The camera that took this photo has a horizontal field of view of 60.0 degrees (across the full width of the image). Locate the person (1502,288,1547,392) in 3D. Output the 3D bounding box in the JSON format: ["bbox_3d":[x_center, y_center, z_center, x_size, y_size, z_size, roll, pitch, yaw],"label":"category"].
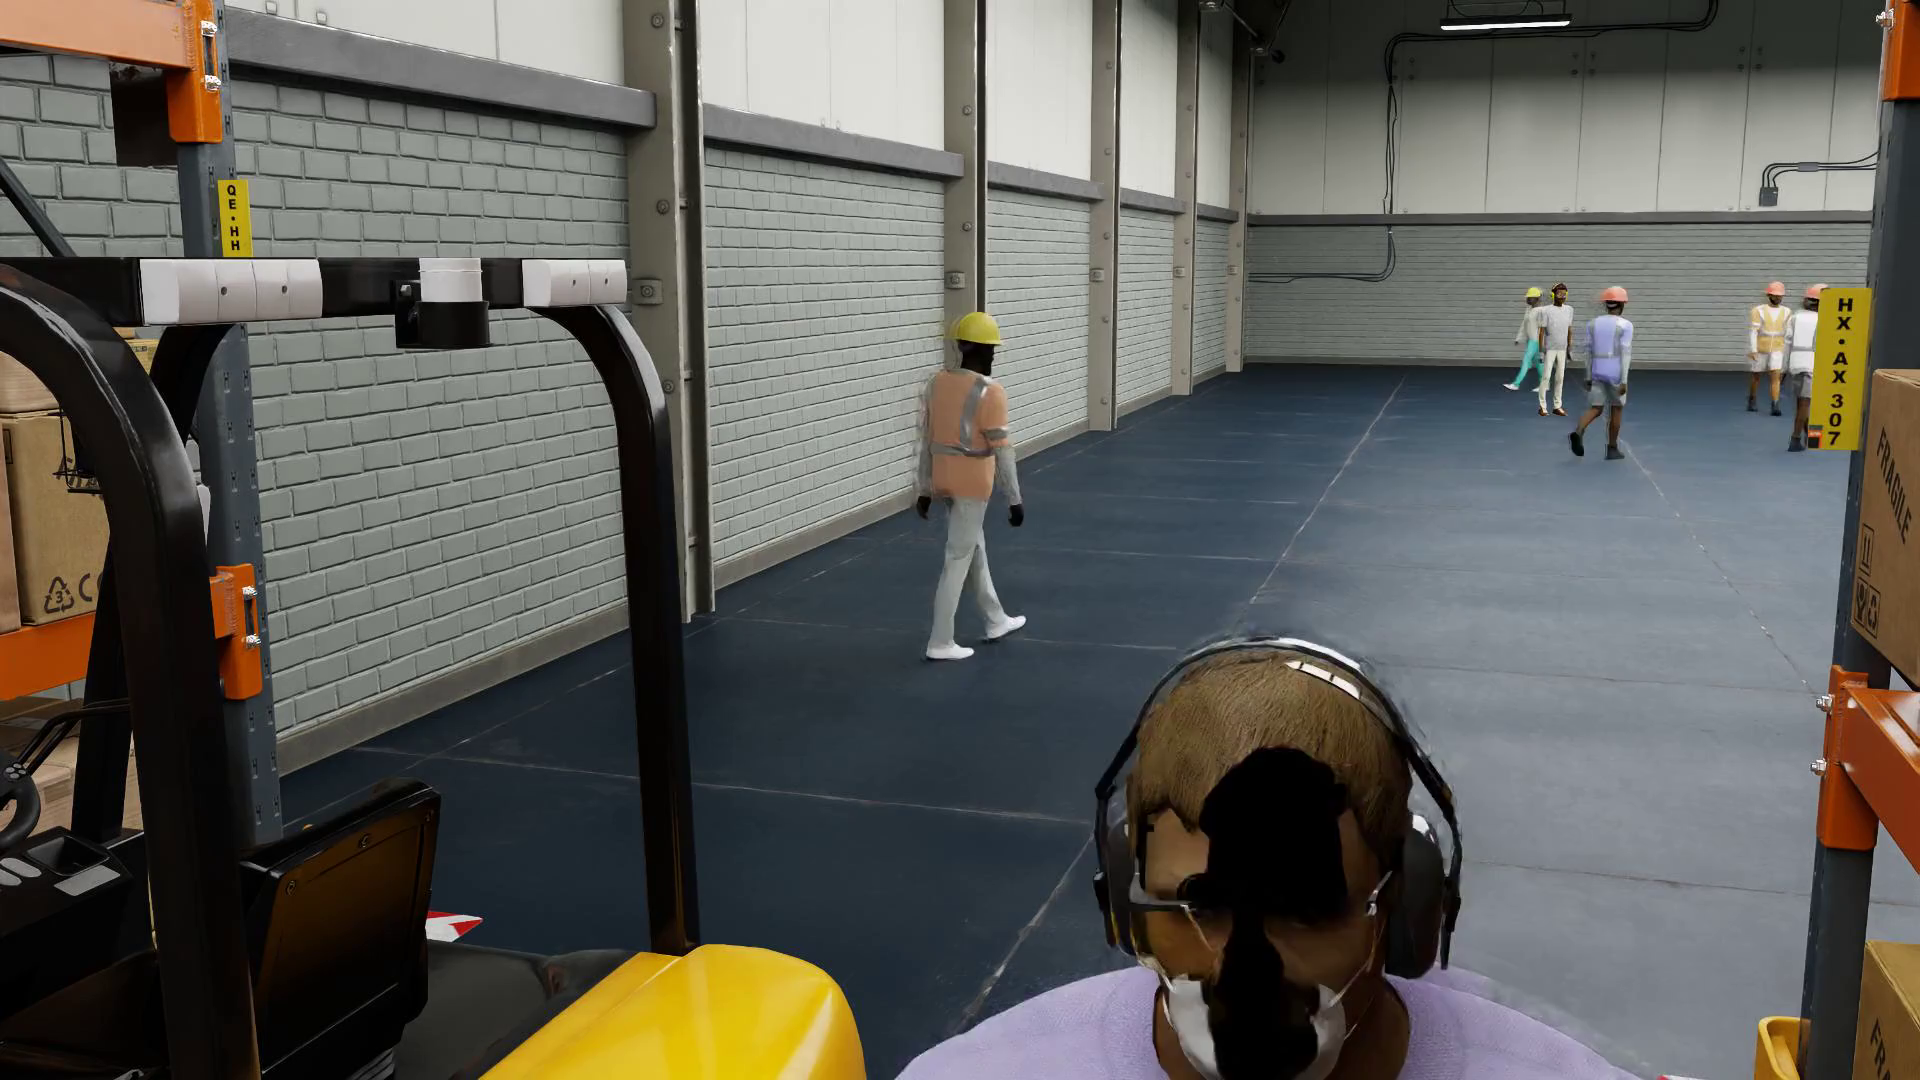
[{"bbox_3d":[9.401,-3.304,27.561,0.887,1.727,0.532,-1,10,-3],"label":"person"}]

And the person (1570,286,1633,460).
[{"bbox_3d":[7.000,-1.800,18.068,0.742,1.915,0.543,-7,12,-35],"label":"person"}]

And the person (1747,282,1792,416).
[{"bbox_3d":[11.500,-2.722,23.638,0.545,1.890,1.037,2,10,12],"label":"person"}]

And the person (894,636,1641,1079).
[{"bbox_3d":[0.206,1.017,1.225,0.663,1.920,0.568,2,10,14],"label":"person"}]

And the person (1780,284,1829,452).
[{"bbox_3d":[9.827,-1.964,19.093,0.931,1.900,0.557,-6,11,-30],"label":"person"}]

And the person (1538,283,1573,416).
[{"bbox_3d":[8.356,-2.662,23.336,0.509,1.863,0.311,-2,10,-13],"label":"person"}]

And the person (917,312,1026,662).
[{"bbox_3d":[0.130,-0.299,9.168,0.921,1.885,0.625,-8,12,-38],"label":"person"}]

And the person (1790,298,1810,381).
[{"bbox_3d":[14.984,-3.558,29.463,0.494,1.594,0.863,2,10,10],"label":"person"}]
